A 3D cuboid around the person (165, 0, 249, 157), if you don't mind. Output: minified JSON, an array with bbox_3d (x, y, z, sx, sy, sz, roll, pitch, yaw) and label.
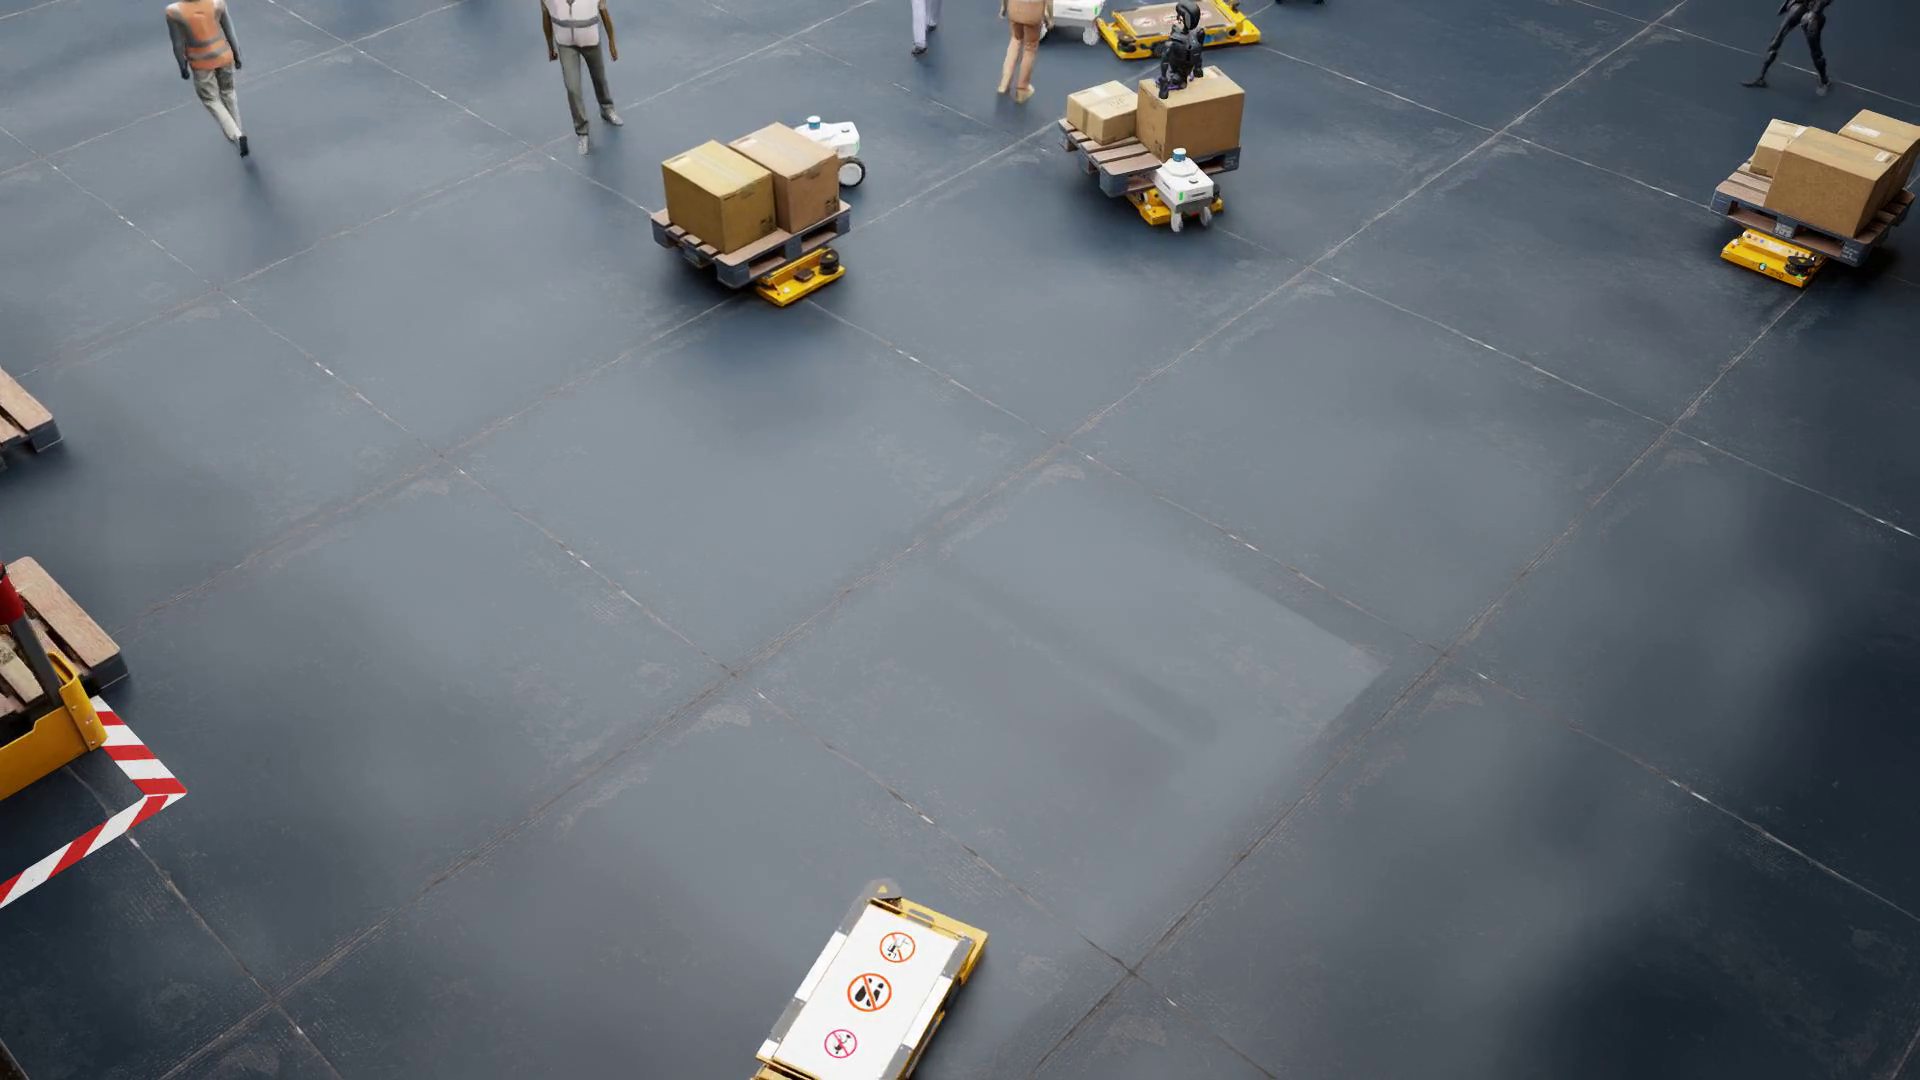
[{"bbox_3d":[-6.271,-4.005,13.959,0.521,1.620,0.617,-31,50,-30],"label":"person"}]

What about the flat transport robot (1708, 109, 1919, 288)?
[{"bbox_3d":[6.719,-2.492,13.295,0.659,0.231,1.431,32,51,30],"label":"flat transport robot"}]

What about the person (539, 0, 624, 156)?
[{"bbox_3d":[-3.209,-4.226,14.108,0.594,1.805,0.767,-5,42,-6],"label":"person"}]

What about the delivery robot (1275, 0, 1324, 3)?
[{"bbox_3d":[3.409,-5.772,16.709,0.499,0.570,0.750,1,42,1],"label":"delivery robot"}]

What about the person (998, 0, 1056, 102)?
[{"bbox_3d":[0.591,-4.659,14.624,0.510,1.717,0.360,23,47,23],"label":"person"}]

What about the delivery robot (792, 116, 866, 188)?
[{"bbox_3d":[-1.191,-3.261,13.930,0.773,0.586,0.499,-10,43,-11],"label":"delivery robot"}]

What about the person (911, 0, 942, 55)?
[{"bbox_3d":[-0.301,-5.470,15.465,0.635,1.796,0.914,-1,42,-1],"label":"person"}]

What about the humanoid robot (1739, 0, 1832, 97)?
[{"bbox_3d":[7.617,-4.768,14.818,0.778,1.624,0.598,-5,42,-6],"label":"humanoid robot"}]

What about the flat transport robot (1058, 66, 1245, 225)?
[{"bbox_3d":[1.576,-3.125,13.999,0.659,0.231,1.431,-16,44,-17],"label":"flat transport robot"}]

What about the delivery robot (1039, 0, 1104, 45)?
[{"bbox_3d":[0.995,-5.095,15.981,0.795,0.602,0.499,10,43,11],"label":"delivery robot"}]

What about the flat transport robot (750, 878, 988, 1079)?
[{"bbox_3d":[-0.462,2.297,7.972,0.659,0.231,1.431,18,45,19],"label":"flat transport robot"}]

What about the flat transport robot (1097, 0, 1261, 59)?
[{"bbox_3d":[2.108,-4.926,16.002,1.431,0.231,0.659,-11,43,-12],"label":"flat transport robot"}]

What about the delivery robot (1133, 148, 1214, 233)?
[{"bbox_3d":[1.756,-2.916,13.546,0.499,0.585,0.765,-16,44,-17],"label":"delivery robot"}]

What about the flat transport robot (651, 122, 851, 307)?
[{"bbox_3d":[-1.625,-2.306,13.089,0.659,0.231,1.431,-34,52,-32],"label":"flat transport robot"}]

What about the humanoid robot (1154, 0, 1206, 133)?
[{"bbox_3d":[1.760,-3.563,13.423,0.315,1.657,0.599,32,51,30],"label":"humanoid robot"}]
